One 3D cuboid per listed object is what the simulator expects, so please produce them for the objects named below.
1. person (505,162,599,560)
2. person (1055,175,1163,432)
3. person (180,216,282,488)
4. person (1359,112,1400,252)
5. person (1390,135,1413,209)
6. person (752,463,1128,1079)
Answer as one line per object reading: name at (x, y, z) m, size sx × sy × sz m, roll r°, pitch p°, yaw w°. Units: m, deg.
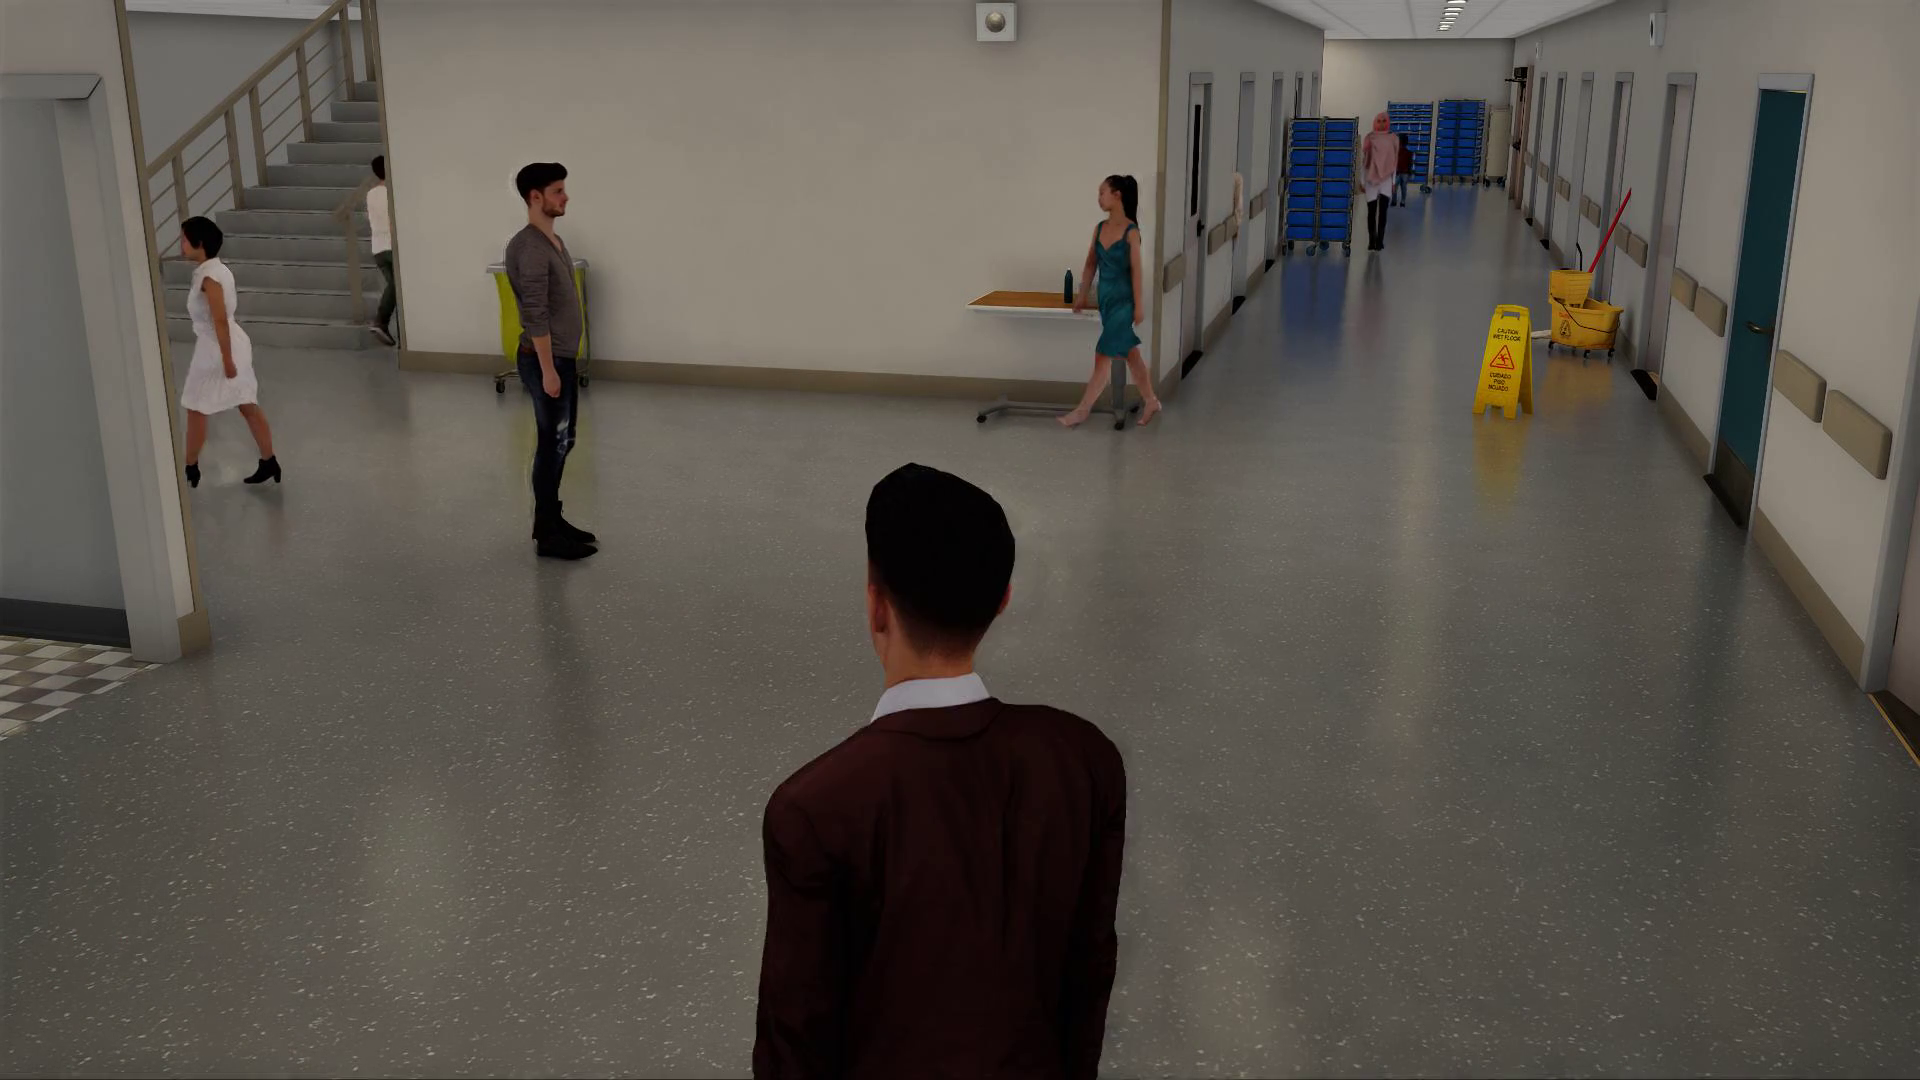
person at (-2.019, -0.877, 8.131) m, size 0.831 × 1.906 × 0.662 m, roll -1°, pitch 16°, yaw -3°
person at (1.087, -1.482, 10.785) m, size 1.117 × 1.630 × 1.024 m, roll -10°, pitch 19°, yaw -33°
person at (-4.078, -1.037, 9.398) m, size 0.849 × 1.526 × 0.893 m, roll -3°, pitch 16°, yaw -11°
person at (5.502, -4.708, 21.952) m, size 0.657 × 1.779 × 0.939 m, roll 4°, pitch 16°, yaw 13°
person at (7.675, -6.420, 28.993) m, size 0.572 × 1.254 × 0.580 m, roll -1°, pitch 16°, yaw -2°
person at (0.007, 0.853, 2.097) m, size 0.825 × 1.849 × 0.877 m, roll -9°, pitch 18°, yaw -28°
